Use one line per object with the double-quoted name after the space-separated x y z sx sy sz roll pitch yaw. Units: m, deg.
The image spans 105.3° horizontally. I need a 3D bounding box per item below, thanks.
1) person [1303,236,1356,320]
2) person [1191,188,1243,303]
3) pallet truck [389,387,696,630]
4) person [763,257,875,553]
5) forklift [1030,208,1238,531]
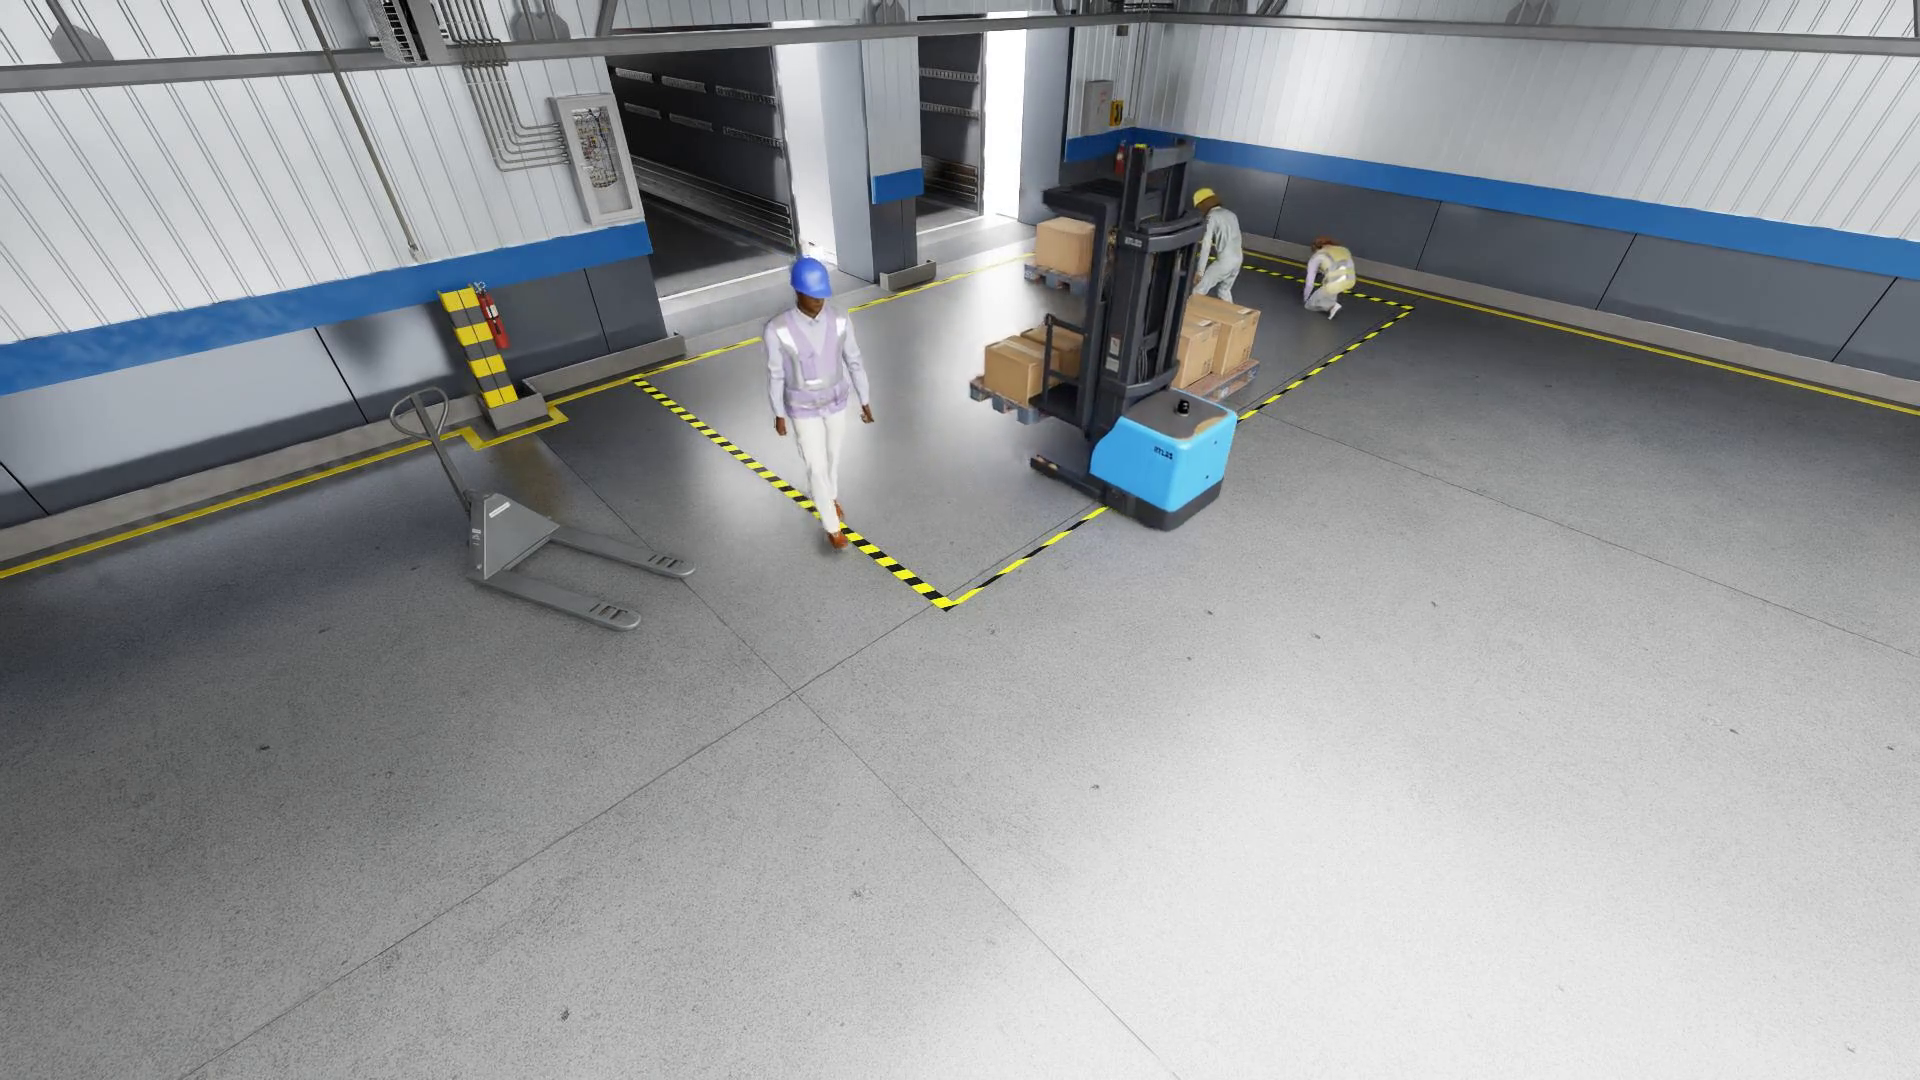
4.419 -3.100 8.705 0.519 0.791 0.899 -4 38 -5 "person"
2.677 -2.917 7.860 0.650 1.482 0.748 -27 45 -31 "person"
-2.613 -0.247 4.593 1.601 1.201 0.680 14 40 17 "pallet truck"
-0.843 -0.834 4.786 0.641 1.925 0.739 -24 44 -28 "person"
1.441 -1.152 5.107 0.716 2.013 0.776 -30 47 -33 "forklift"
